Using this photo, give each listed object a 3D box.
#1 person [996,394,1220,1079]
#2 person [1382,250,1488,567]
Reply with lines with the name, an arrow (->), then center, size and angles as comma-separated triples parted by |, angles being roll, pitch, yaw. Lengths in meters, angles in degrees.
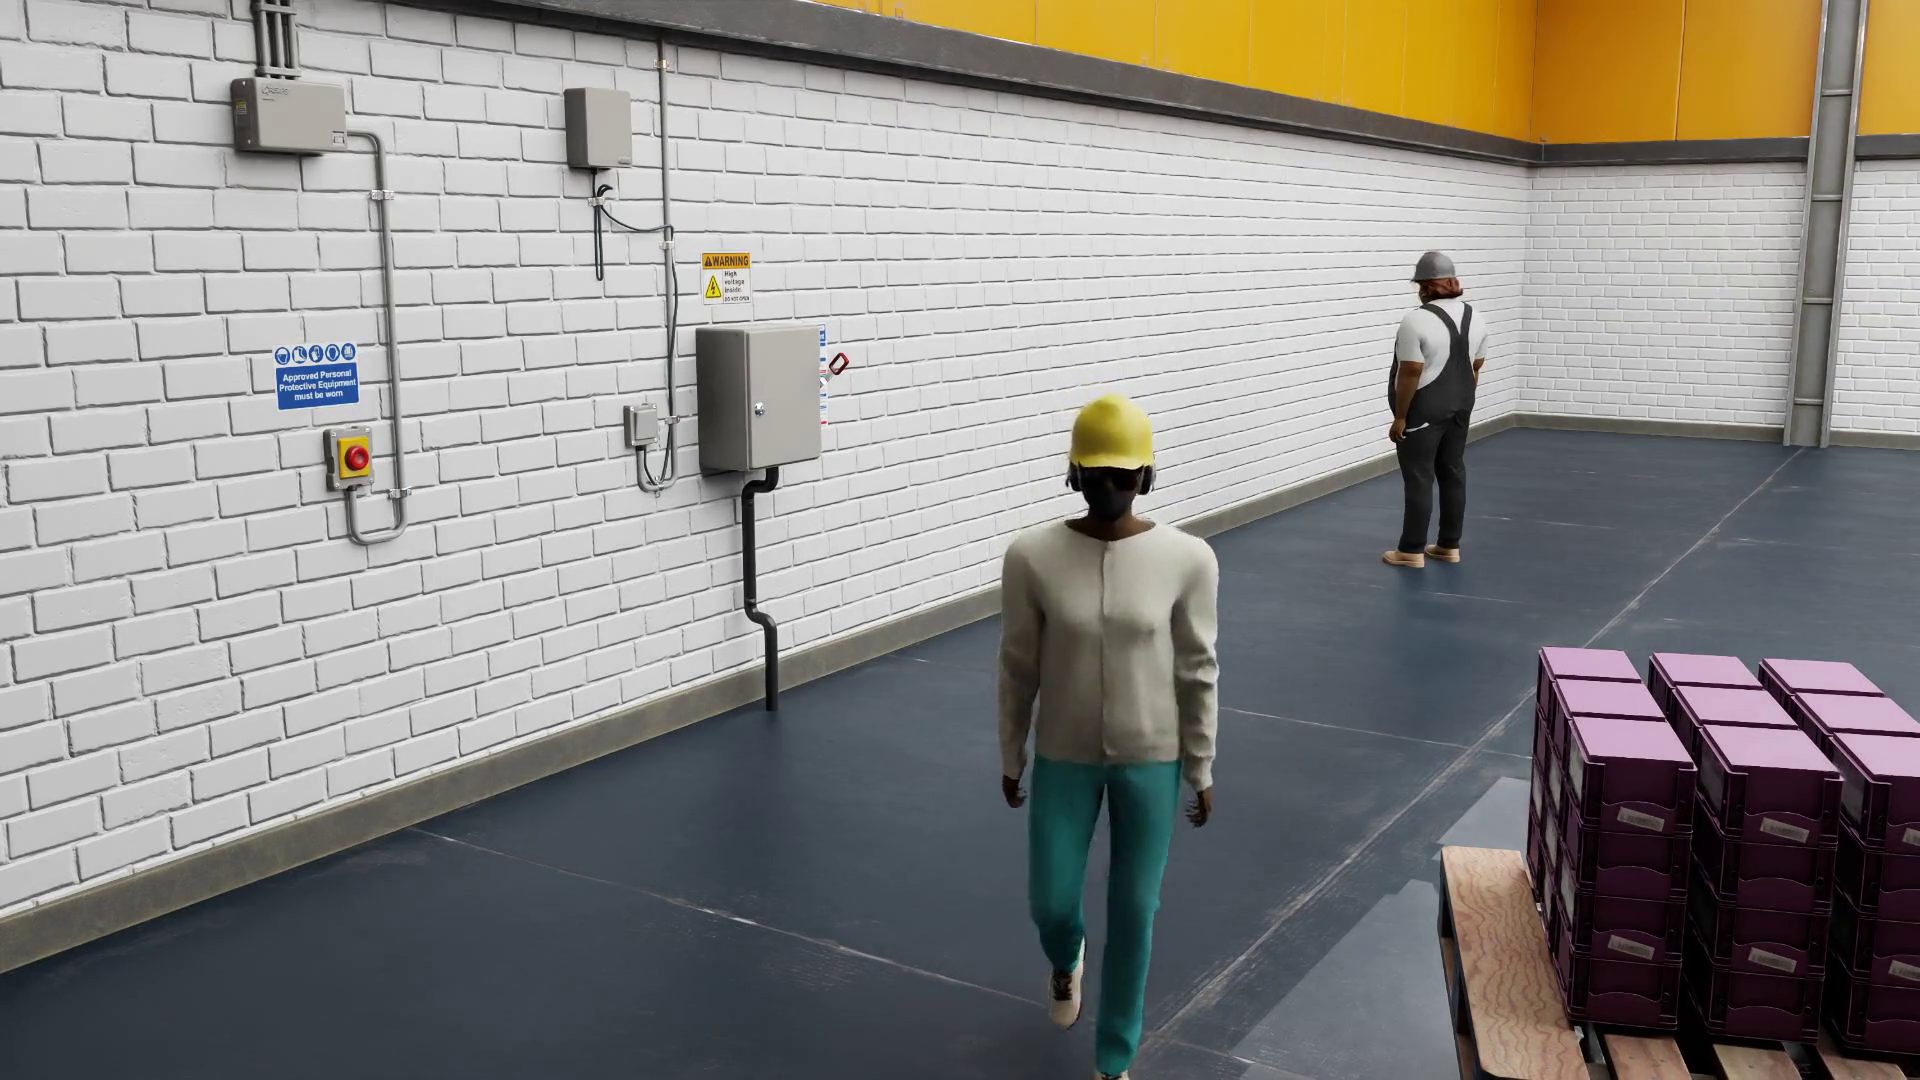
person -> 0.357, 0.509, 4.043 | 0.534, 1.750, 0.494 | 1, 10, 6
person -> 3.020, -0.849, 10.772 | 0.678, 2.000, 0.537 | -6, 12, -29
